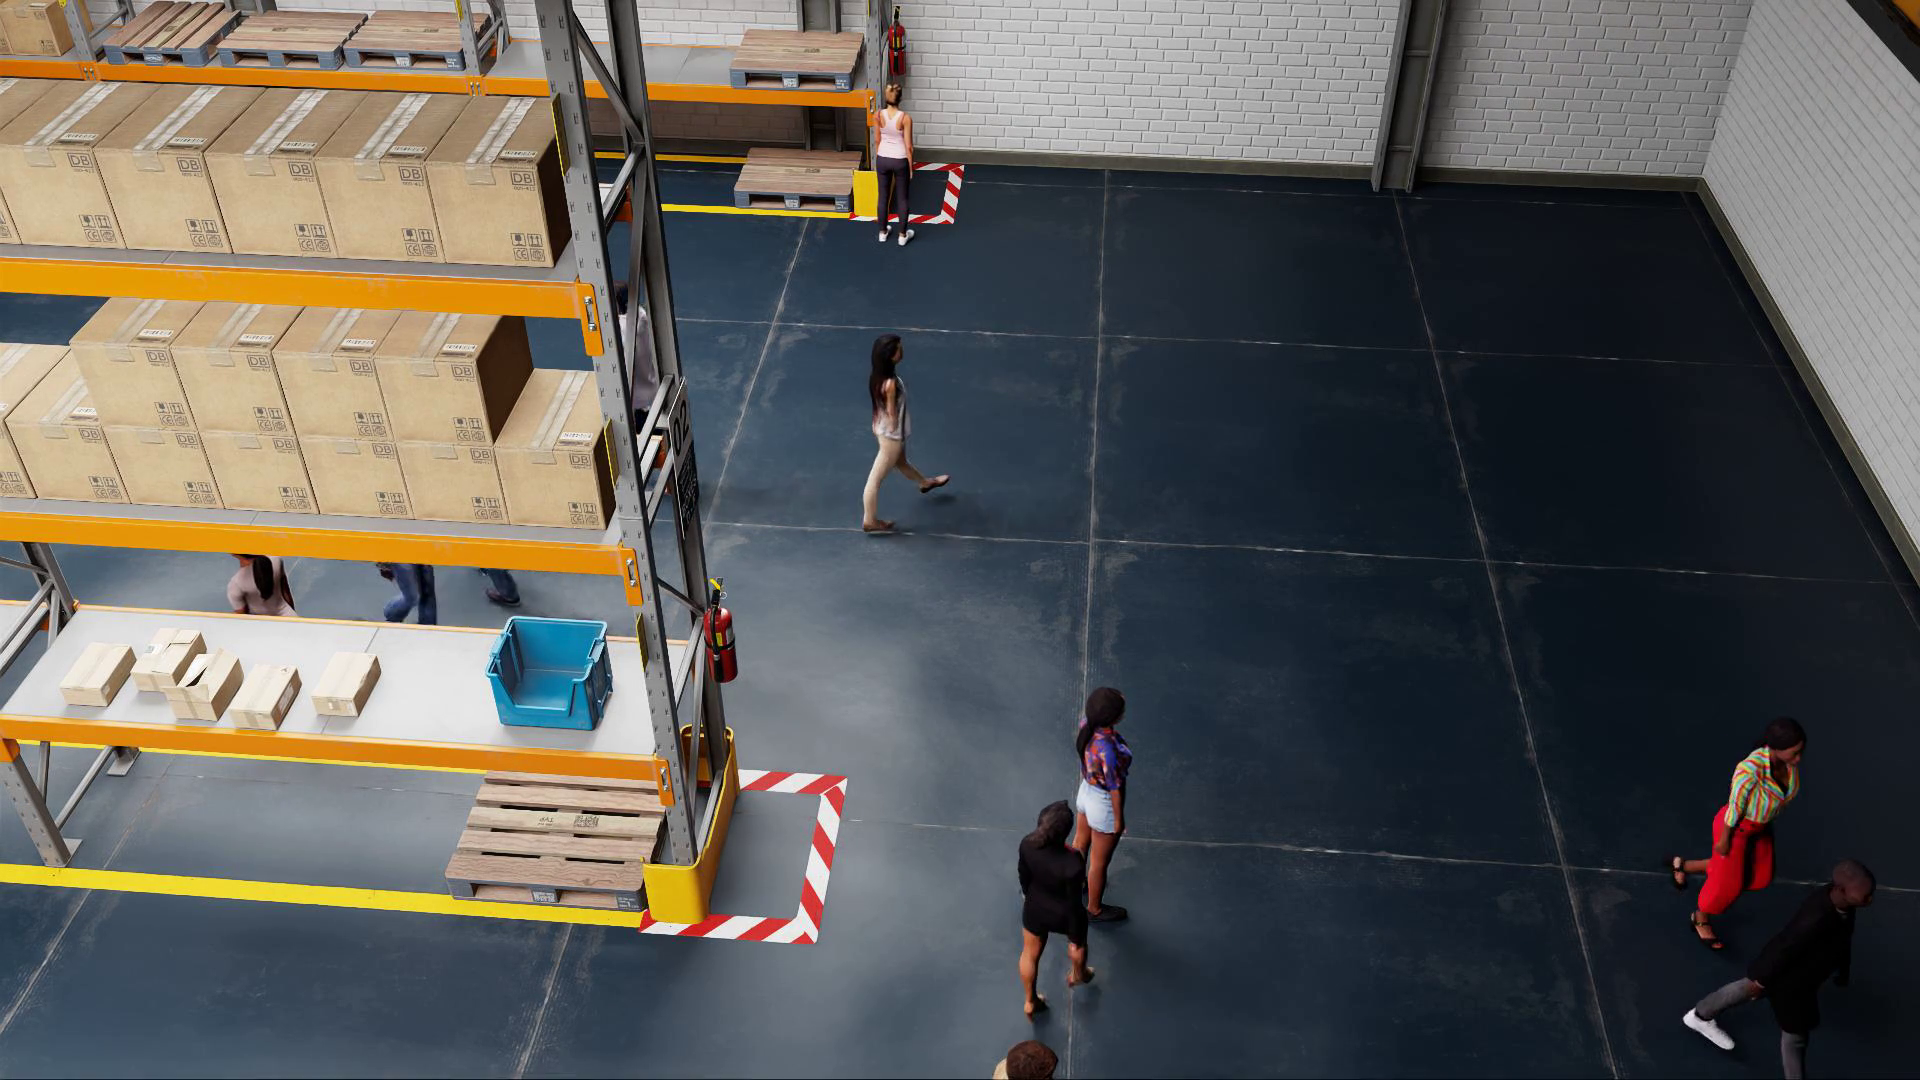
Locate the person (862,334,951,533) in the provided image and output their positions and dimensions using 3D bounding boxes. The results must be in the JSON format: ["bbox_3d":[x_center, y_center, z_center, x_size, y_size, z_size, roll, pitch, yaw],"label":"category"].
[{"bbox_3d":[-0.392,-0.821,12.566,0.809,1.610,1.087,2,39,2],"label":"person"}]

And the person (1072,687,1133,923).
[{"bbox_3d":[0.798,1.506,9.540,0.660,1.751,0.664,-14,41,-17],"label":"person"}]

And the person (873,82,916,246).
[{"bbox_3d":[-0.648,-3.642,16.071,0.496,1.645,0.648,10,40,13],"label":"person"}]

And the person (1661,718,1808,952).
[{"bbox_3d":[4.347,1.599,9.400,0.865,1.780,0.889,-20,43,-23],"label":"person"}]

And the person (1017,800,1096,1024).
[{"bbox_3d":[0.459,2.063,8.943,0.815,1.625,0.841,22,44,25],"label":"person"}]

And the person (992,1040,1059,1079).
[{"bbox_3d":[0.264,2.922,7.689,0.632,1.849,0.704,-4,39,-5],"label":"person"}]

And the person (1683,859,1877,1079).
[{"bbox_3d":[4.248,2.207,8.696,1.231,1.709,1.103,31,48,33],"label":"person"}]
